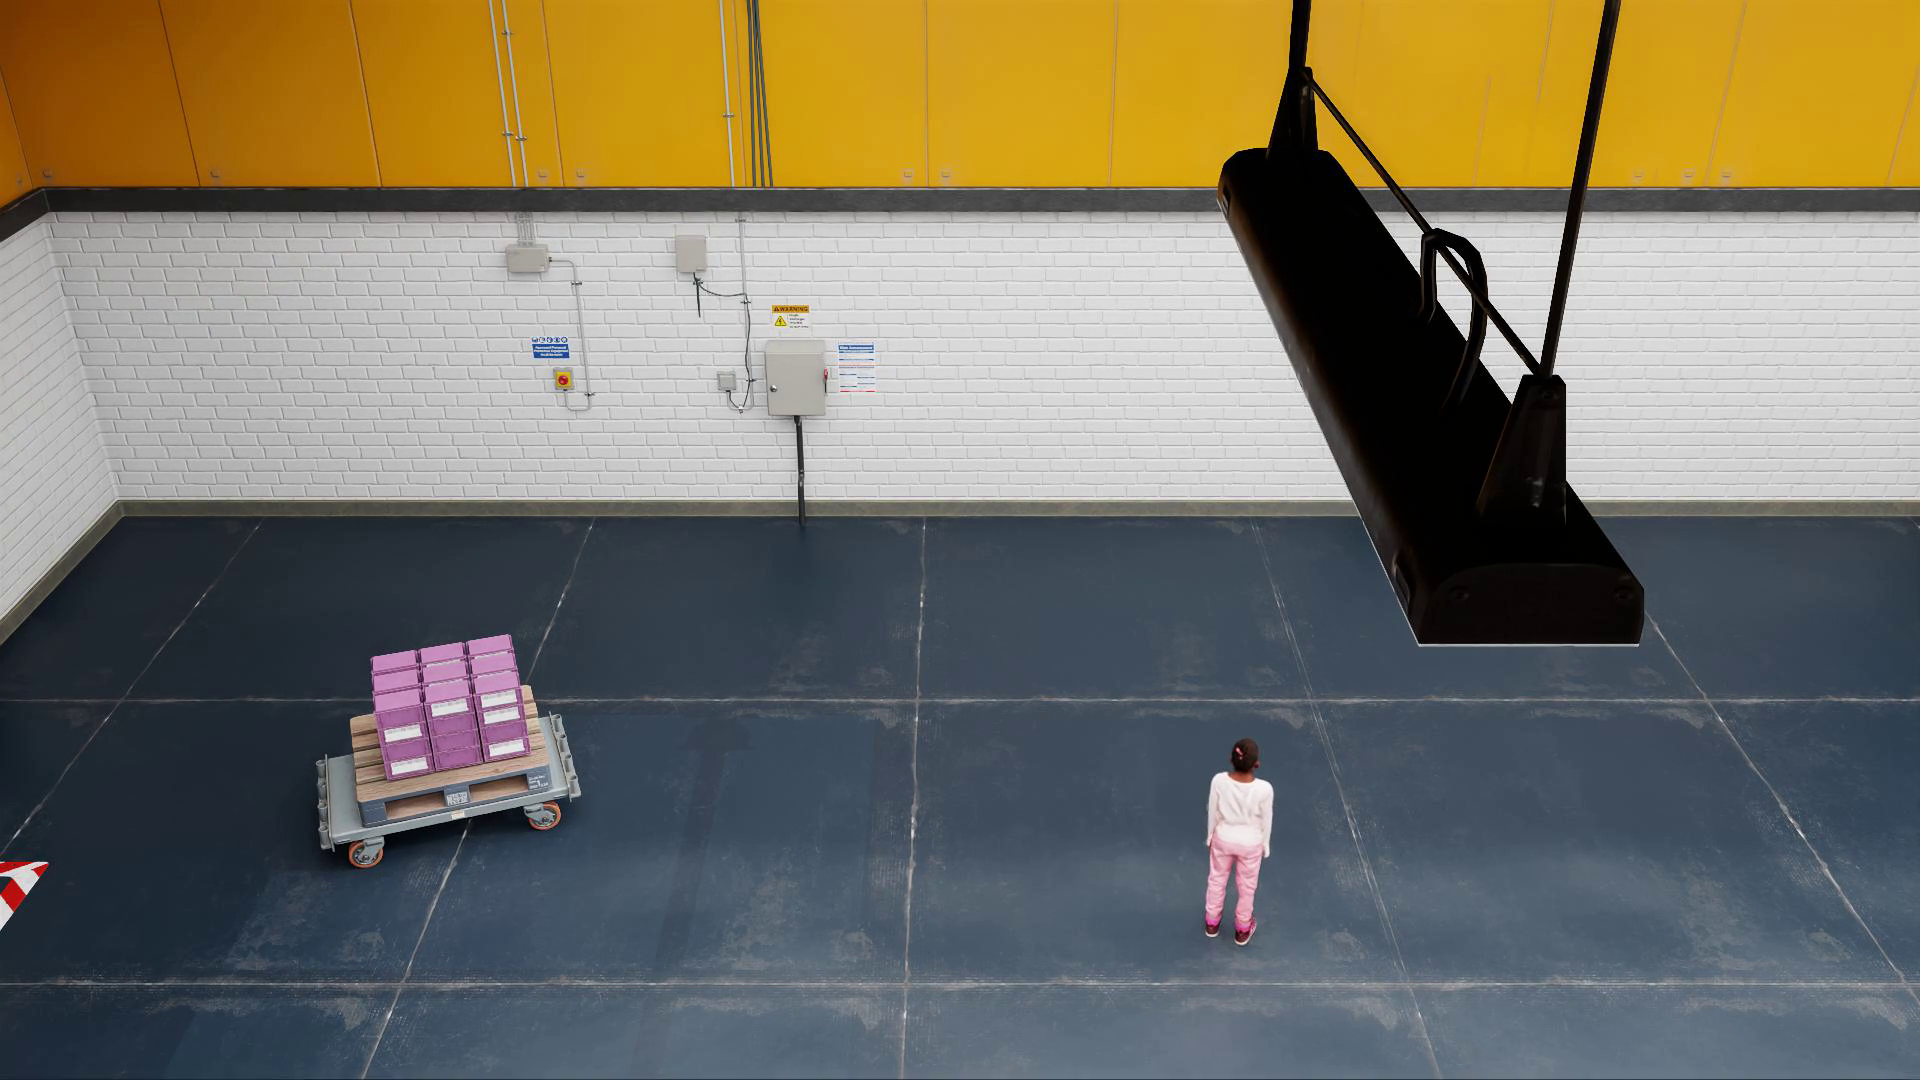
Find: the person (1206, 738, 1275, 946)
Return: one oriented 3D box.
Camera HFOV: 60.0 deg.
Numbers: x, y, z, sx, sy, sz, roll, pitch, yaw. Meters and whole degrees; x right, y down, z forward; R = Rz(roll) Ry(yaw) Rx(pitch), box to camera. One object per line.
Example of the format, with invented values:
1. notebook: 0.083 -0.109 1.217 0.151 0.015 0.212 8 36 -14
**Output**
1. person: 1.664 1.786 9.951 0.597 1.448 0.593 10 30 18
